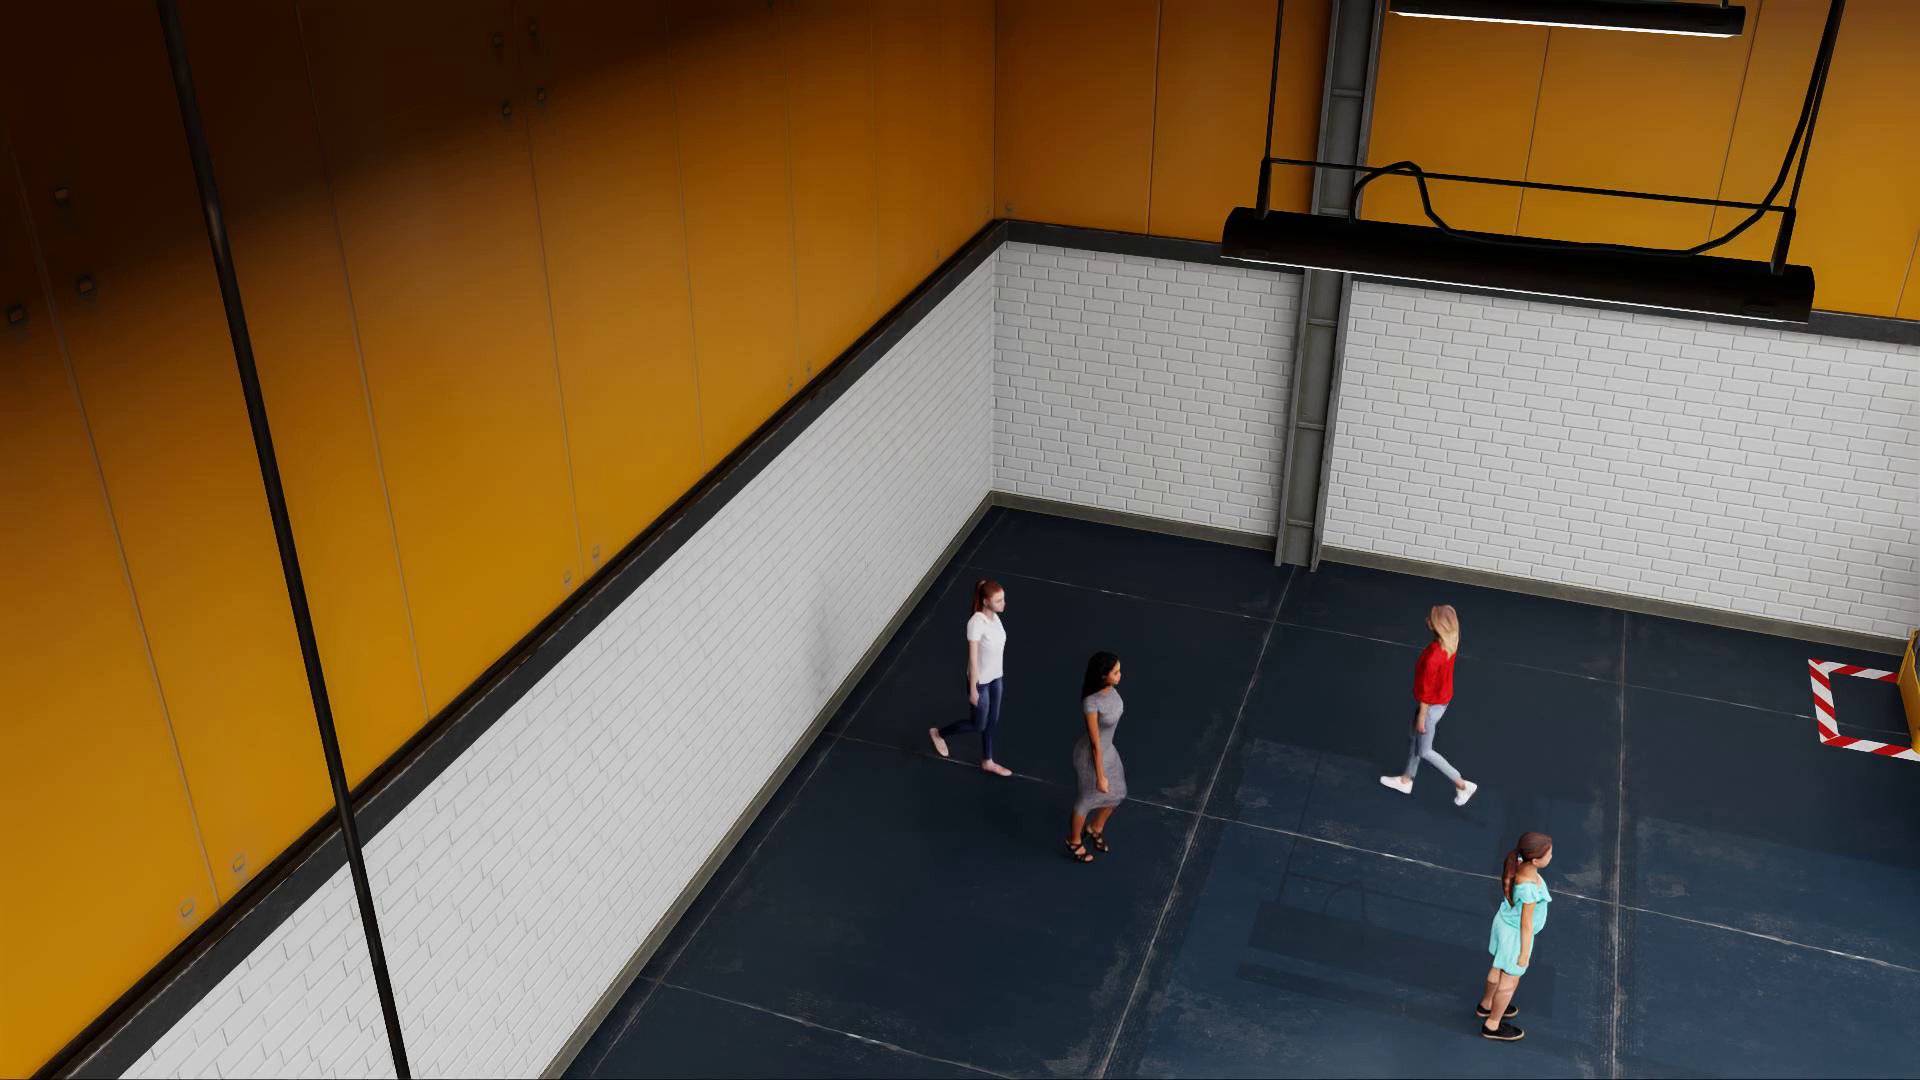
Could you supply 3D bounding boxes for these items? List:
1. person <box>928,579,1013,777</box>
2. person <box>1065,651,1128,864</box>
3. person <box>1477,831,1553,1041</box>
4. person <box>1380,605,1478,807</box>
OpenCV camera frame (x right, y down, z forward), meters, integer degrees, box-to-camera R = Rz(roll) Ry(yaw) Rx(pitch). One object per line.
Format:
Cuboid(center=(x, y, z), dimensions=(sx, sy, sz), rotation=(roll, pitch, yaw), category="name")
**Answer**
Cuboid(center=(0.095, 1.051, 12.782), dimensions=(0.920, 1.719, 0.600), rotation=(12, 31, 21), category="person")
Cuboid(center=(0.869, 1.543, 11.829), dimensions=(0.687, 1.767, 0.660), rotation=(17, 33, 28), category="person")
Cuboid(center=(3.465, 2.447, 10.390), dimensions=(0.628, 1.558, 0.614), rotation=(0, 29, 0), category="person")
Cuboid(center=(3.583, 1.268, 12.418), dimensions=(1.034, 1.687, 0.769), rotation=(18, 33, 30), category="person")
